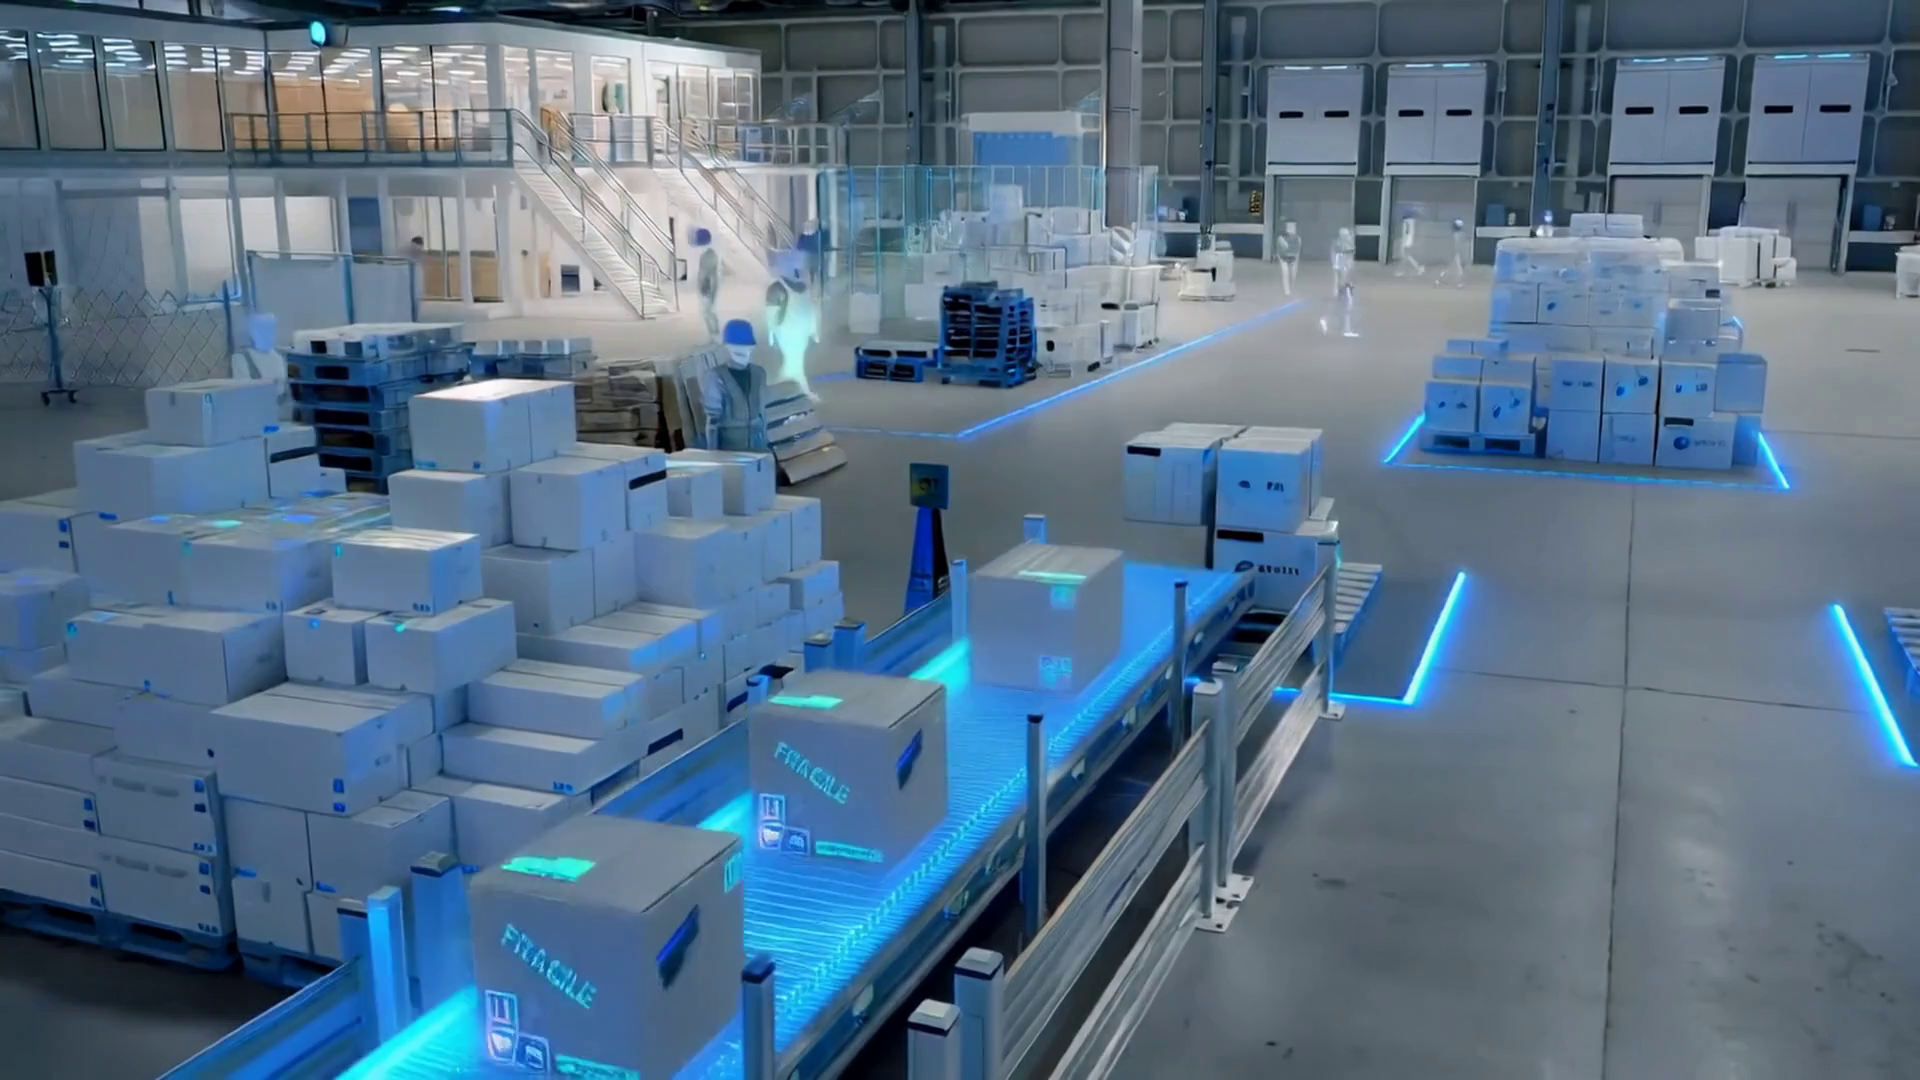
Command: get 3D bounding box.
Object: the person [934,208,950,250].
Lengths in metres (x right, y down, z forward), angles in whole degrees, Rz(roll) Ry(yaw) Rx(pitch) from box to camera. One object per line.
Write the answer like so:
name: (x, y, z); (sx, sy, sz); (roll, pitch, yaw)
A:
person: (-0.462, -8.275, 46.434); (0.604, 1.938, 0.402); (1, 13, 3)

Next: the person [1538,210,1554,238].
person: (16.325, -8.169, 46.060); (0.605, 1.886, 0.887); (-8, 15, -31)

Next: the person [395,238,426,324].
person: (-9.146, -4.077, 27.742); (0.612, 1.876, 0.594); (2, 13, 7)

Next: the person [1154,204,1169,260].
person: (6.301, -9.523, 51.998); (0.479, 1.964, 0.743); (4, 13, 17)

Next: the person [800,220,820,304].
person: (-3.393, -6.228, 37.342); (0.663, 1.897, 0.725); (11, 17, 40)

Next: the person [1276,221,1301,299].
person: (7.706, -6.551, 38.985); (0.657, 1.816, 0.436); (-4, 13, -16)

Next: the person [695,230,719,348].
person: (-4.341, -4.279, 28.405); (0.390, 2.004, 0.754); (-5, 14, -22)

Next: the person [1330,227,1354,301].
person: (8.837, -6.371, 38.443); (0.570, 1.697, 0.316); (2, 13, 10)

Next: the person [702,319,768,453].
person: (-1.625, -0.663, 12.289); (0.542, 1.939, 0.361); (-12, 17, -43)

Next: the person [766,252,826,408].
person: (-2.046, -2.670, 21.061); (1.014, 2.000, 0.720); (9, 15, 35)

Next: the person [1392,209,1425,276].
person: (12.792, -8.443, 47.266); (0.826, 1.915, 0.553); (9, 15, 35)

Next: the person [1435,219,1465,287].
person: (12.720, -7.412, 43.008); (0.690, 1.751, 0.526); (4, 13, 17)

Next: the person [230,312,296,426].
person: (-5.655, -0.932, 13.637); (0.406, 1.870, 0.597); (5, 13, 21)

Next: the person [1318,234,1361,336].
person: (6.991, -4.679, 30.517); (0.781, 1.852, 0.532); (8, 15, 31)
